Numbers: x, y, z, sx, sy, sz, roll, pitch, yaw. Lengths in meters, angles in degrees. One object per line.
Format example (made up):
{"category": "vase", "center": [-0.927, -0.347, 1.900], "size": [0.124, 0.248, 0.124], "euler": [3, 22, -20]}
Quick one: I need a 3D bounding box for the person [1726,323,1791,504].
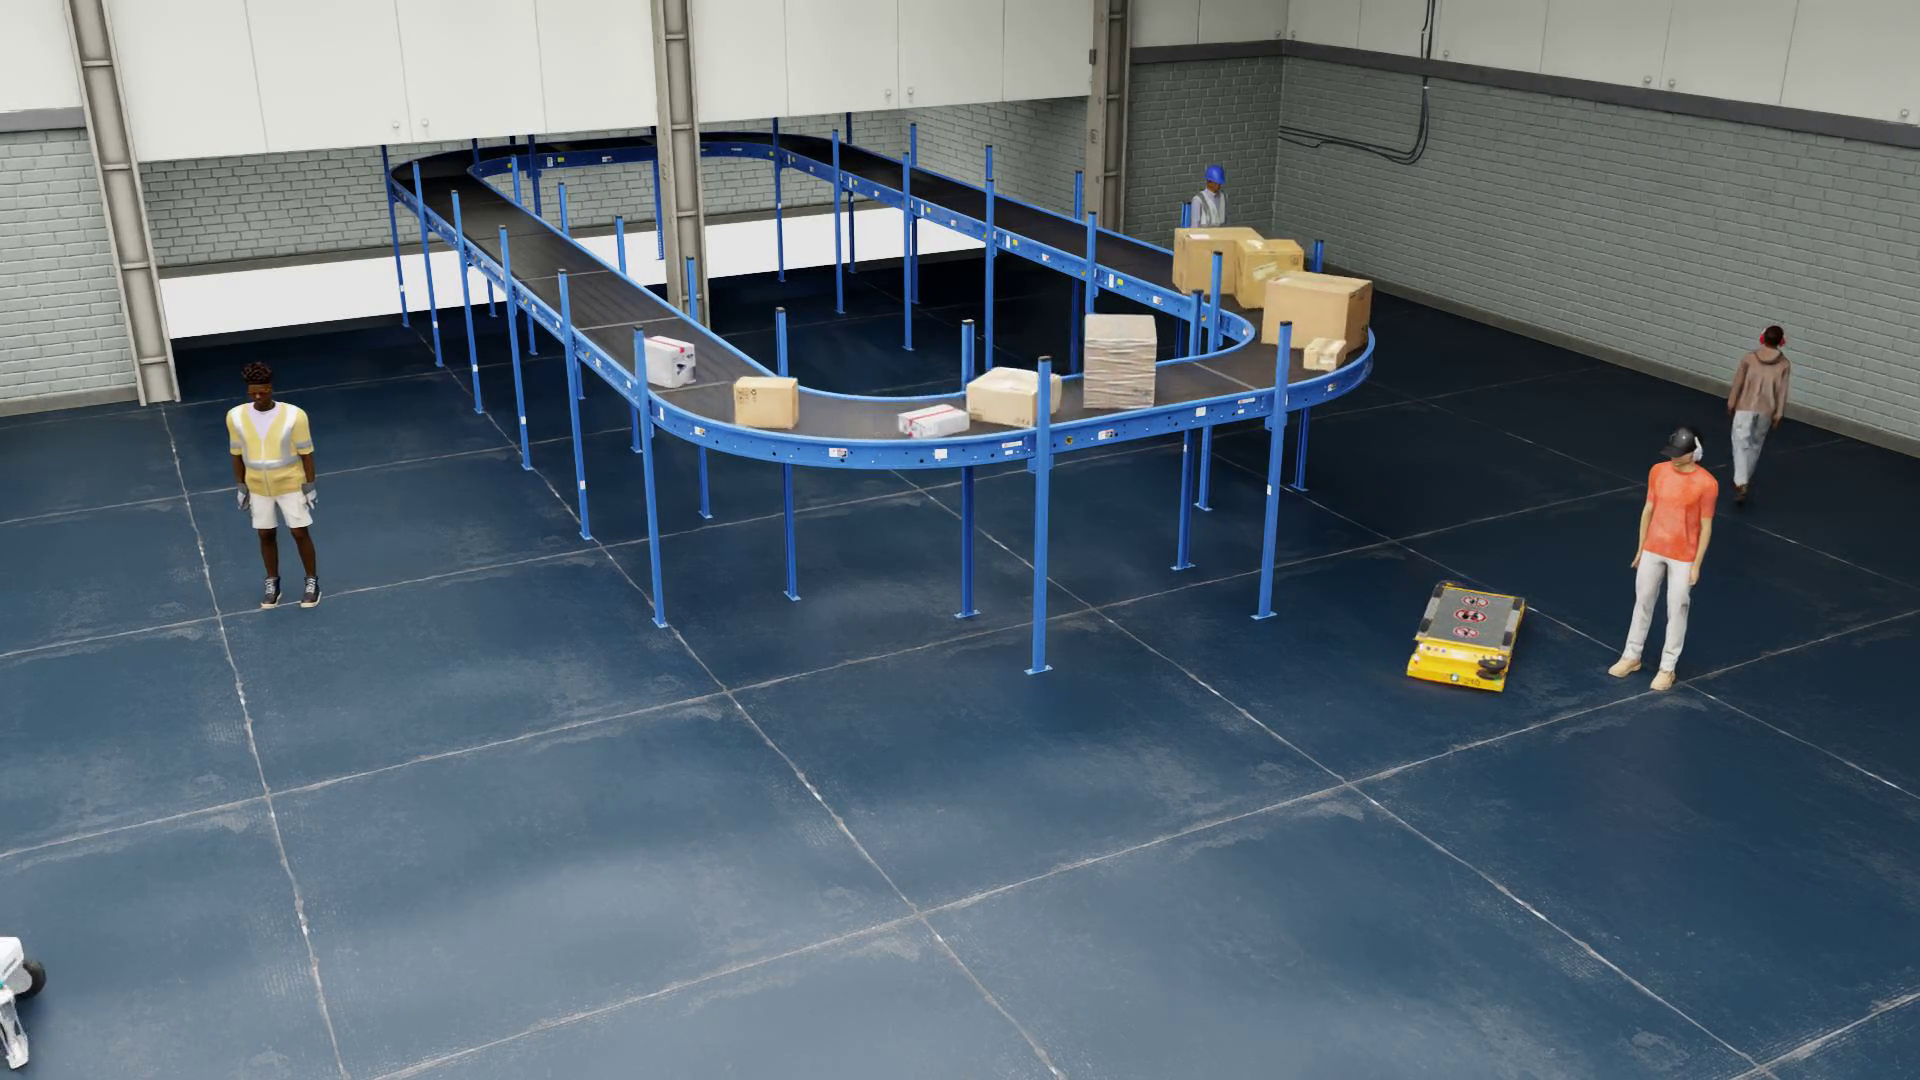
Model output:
{"category": "person", "center": [7.135, -1.144, 14.900], "size": [0.454, 1.614, 0.790], "euler": [5, 23, 12]}

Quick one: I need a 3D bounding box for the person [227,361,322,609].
{"category": "person", "center": [-5.203, -0.417, 12.663], "size": [0.606, 1.958, 0.365], "euler": [-1, 22, -3]}

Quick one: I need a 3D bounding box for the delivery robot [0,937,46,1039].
{"category": "delivery robot", "center": [-4.971, 2.157, 8.149], "size": [0.765, 0.585, 0.499], "euler": [0, 22, 0]}

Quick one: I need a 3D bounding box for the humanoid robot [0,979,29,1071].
{"category": "humanoid robot", "center": [-4.648, 1.758, 7.572], "size": [0.755, 1.774, 0.543], "euler": [15, 26, 33]}

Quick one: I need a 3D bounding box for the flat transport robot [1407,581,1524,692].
{"category": "flat transport robot", "center": [3.721, 0.688, 12.175], "size": [0.659, 0.231, 1.431], "euler": [9, 24, 21]}

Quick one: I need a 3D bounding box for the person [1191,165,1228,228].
{"category": "person", "center": [3.141, -3.746, 20.925], "size": [0.616, 1.933, 0.414], "euler": [-18, 28, -37]}

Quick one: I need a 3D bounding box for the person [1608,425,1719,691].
{"category": "person", "center": [4.850, 0.119, 11.405], "size": [0.431, 1.904, 0.478], "euler": [-19, 29, -39]}
